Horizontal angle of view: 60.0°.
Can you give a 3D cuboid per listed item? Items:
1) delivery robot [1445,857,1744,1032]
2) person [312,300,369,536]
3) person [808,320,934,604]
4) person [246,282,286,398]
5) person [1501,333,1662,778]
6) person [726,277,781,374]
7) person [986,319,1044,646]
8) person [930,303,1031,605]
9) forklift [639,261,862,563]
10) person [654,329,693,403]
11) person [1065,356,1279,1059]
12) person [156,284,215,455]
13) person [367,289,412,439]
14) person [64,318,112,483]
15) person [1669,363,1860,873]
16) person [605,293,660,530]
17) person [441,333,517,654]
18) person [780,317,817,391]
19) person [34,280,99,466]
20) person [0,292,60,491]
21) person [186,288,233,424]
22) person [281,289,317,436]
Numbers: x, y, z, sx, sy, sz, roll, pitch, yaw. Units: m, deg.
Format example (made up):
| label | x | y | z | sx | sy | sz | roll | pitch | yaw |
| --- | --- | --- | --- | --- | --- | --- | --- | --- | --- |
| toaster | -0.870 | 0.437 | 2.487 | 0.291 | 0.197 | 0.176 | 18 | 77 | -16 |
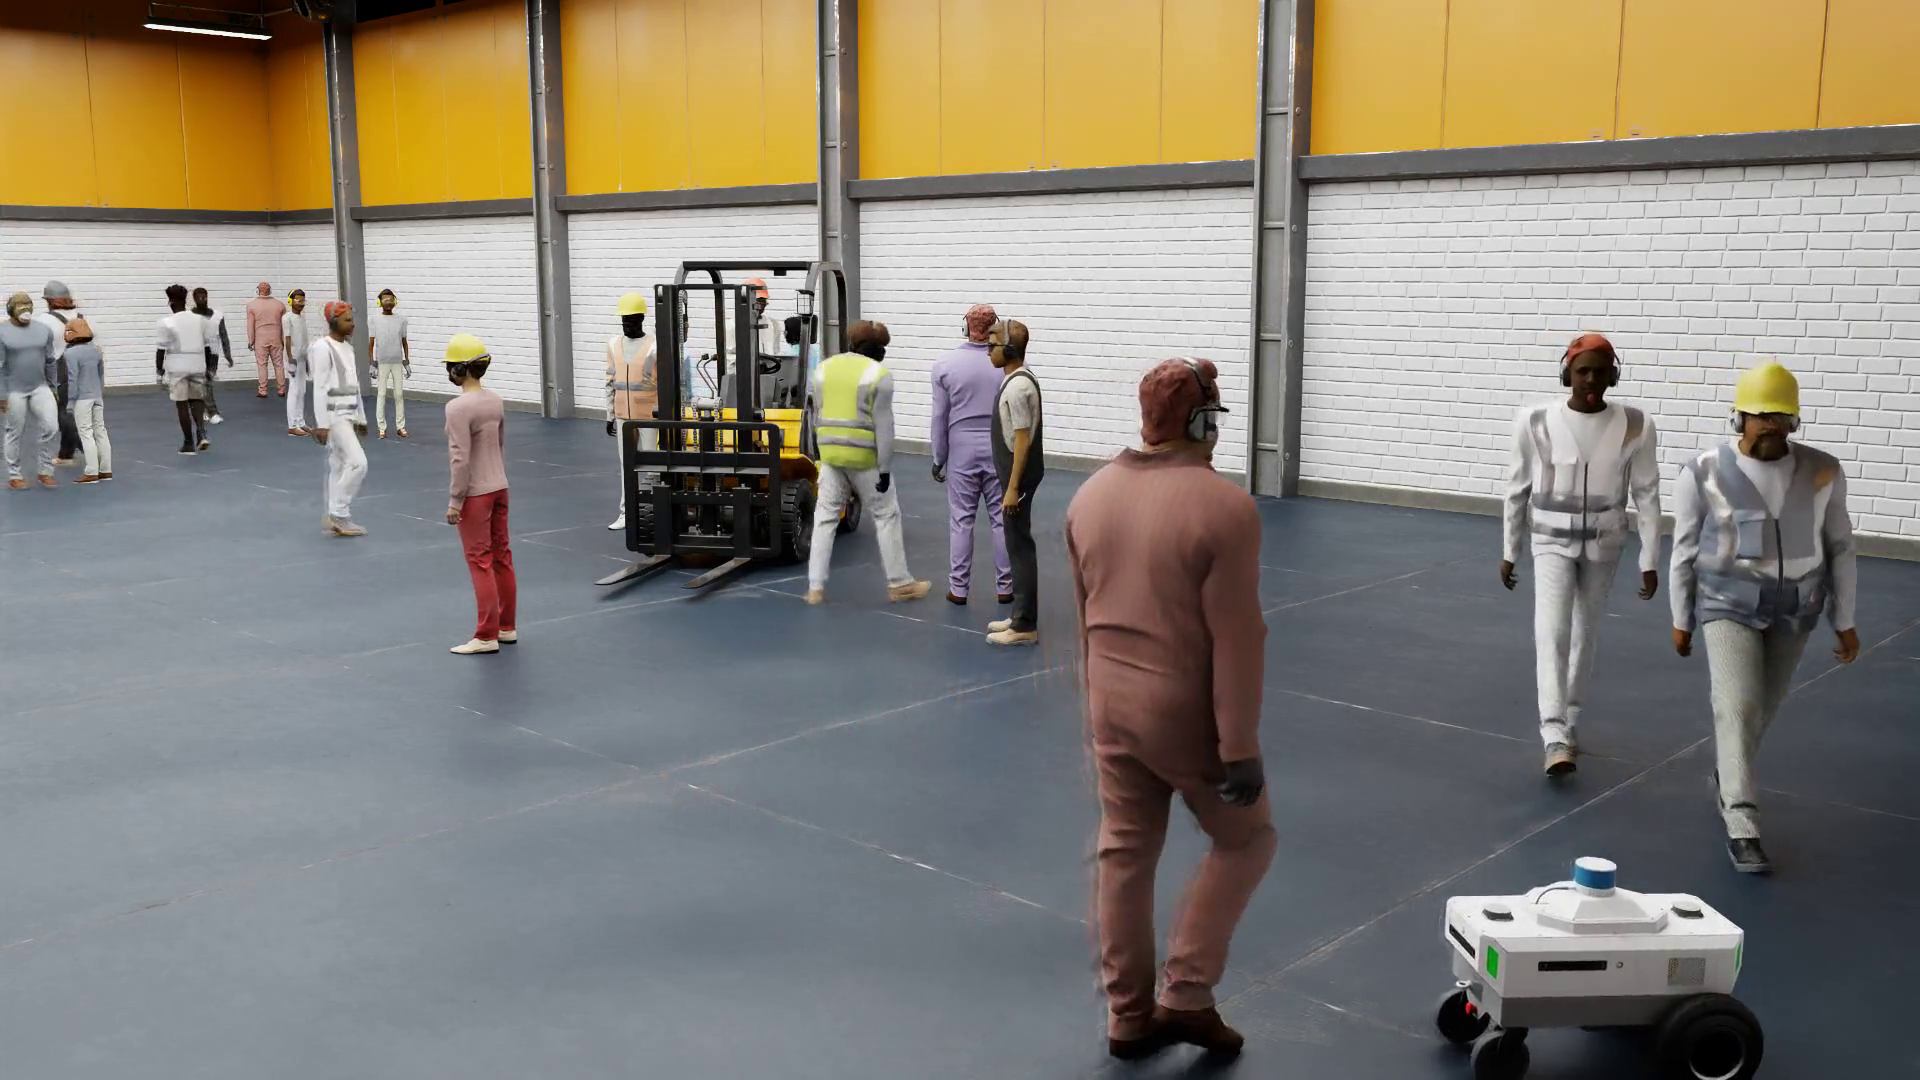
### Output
| label | x | y | z | sx | sy | sz | roll | pitch | yaw |
| --- | --- | --- | --- | --- | --- | --- | --- | --- | --- |
| delivery robot | 1.662 | 1.084 | 4.397 | 0.707 | 0.478 | 0.477 | 0 | 10 | -4 |
| person | -4.841 | -0.944 | 13.114 | 0.453 | 1.868 | 0.611 | 0 | 9 | -2 |
| person | -0.619 | -0.483 | 10.559 | 0.721 | 1.803 | 0.656 | 5 | 11 | 30 |
| person | -11.450 | -3.304 | 27.485 | 0.643 | 1.908 | 0.408 | -7 | 12 | -39 |
| person | 2.606 | 0.076 | 6.945 | 0.611 | 1.839 | 0.943 | 2 | 9 | 11 |
| person | -1.872 | -1.394 | 15.353 | 0.615 | 2.041 | 0.384 | -8 | 12 | -42 |
| person | 0.309 | -0.322 | 9.389 | 0.327 | 1.842 | 0.517 | 1 | 9 | 4 |
| person | 0.134 | -0.537 | 10.514 | 0.651 | 1.907 | 0.409 | -1 | 9 | -5 |
| forklift | -1.552 | -1.040 | 12.721 | 1.214 | 2.155 | 2.313 | 2 | 9 | 11 |
| person | -2.896 | -1.344 | 16.422 | 0.513 | 1.593 | 0.893 | 2 | 10 | 14 |
| person | 0.587 | 0.460 | 4.435 | 0.464 | 1.889 | 0.678 | -8 | 12 | -40 |
| person | -8.863 | -1.938 | 18.987 | 0.447 | 1.946 | 0.620 | 7 | 12 | 37 |
| person | -7.152 | -2.210 | 20.872 | 0.514 | 1.876 | 0.328 | -6 | 11 | -32 |
| person | -8.680 | -1.379 | 16.515 | 0.266 | 1.631 | 0.507 | 1 | 9 | 9 |
| person | 2.931 | 0.240 | 6.121 | 0.596 | 1.795 | 0.910 | 1 | 9 | 6 |
| person | -2.611 | -1.025 | 13.447 | 0.589 | 1.927 | 0.369 | 3 | 10 | 18 |
| person | -2.678 | -0.250 | 9.183 | 0.331 | 1.768 | 0.526 | 2 | 10 | 13 |
| person | -1.627 | -1.368 | 16.383 | 0.885 | 1.641 | 0.551 | 6 | 11 | 33 |
| person | -9.440 | -1.760 | 17.602 | 0.871 | 2.000 | 0.683 | 4 | 10 | 22 |
| person | -8.896 | -1.402 | 15.851 | 0.685 | 1.895 | 0.677 | 7 | 11 | 35 |
| person | -10.472 | -2.558 | 23.062 | 1.007 | 1.869 | 0.595 | 8 | 12 | 42 |
| person | -8.446 | -2.267 | 21.260 | 0.335 | 1.864 | 0.521 | 1 | 9 | 4 |
